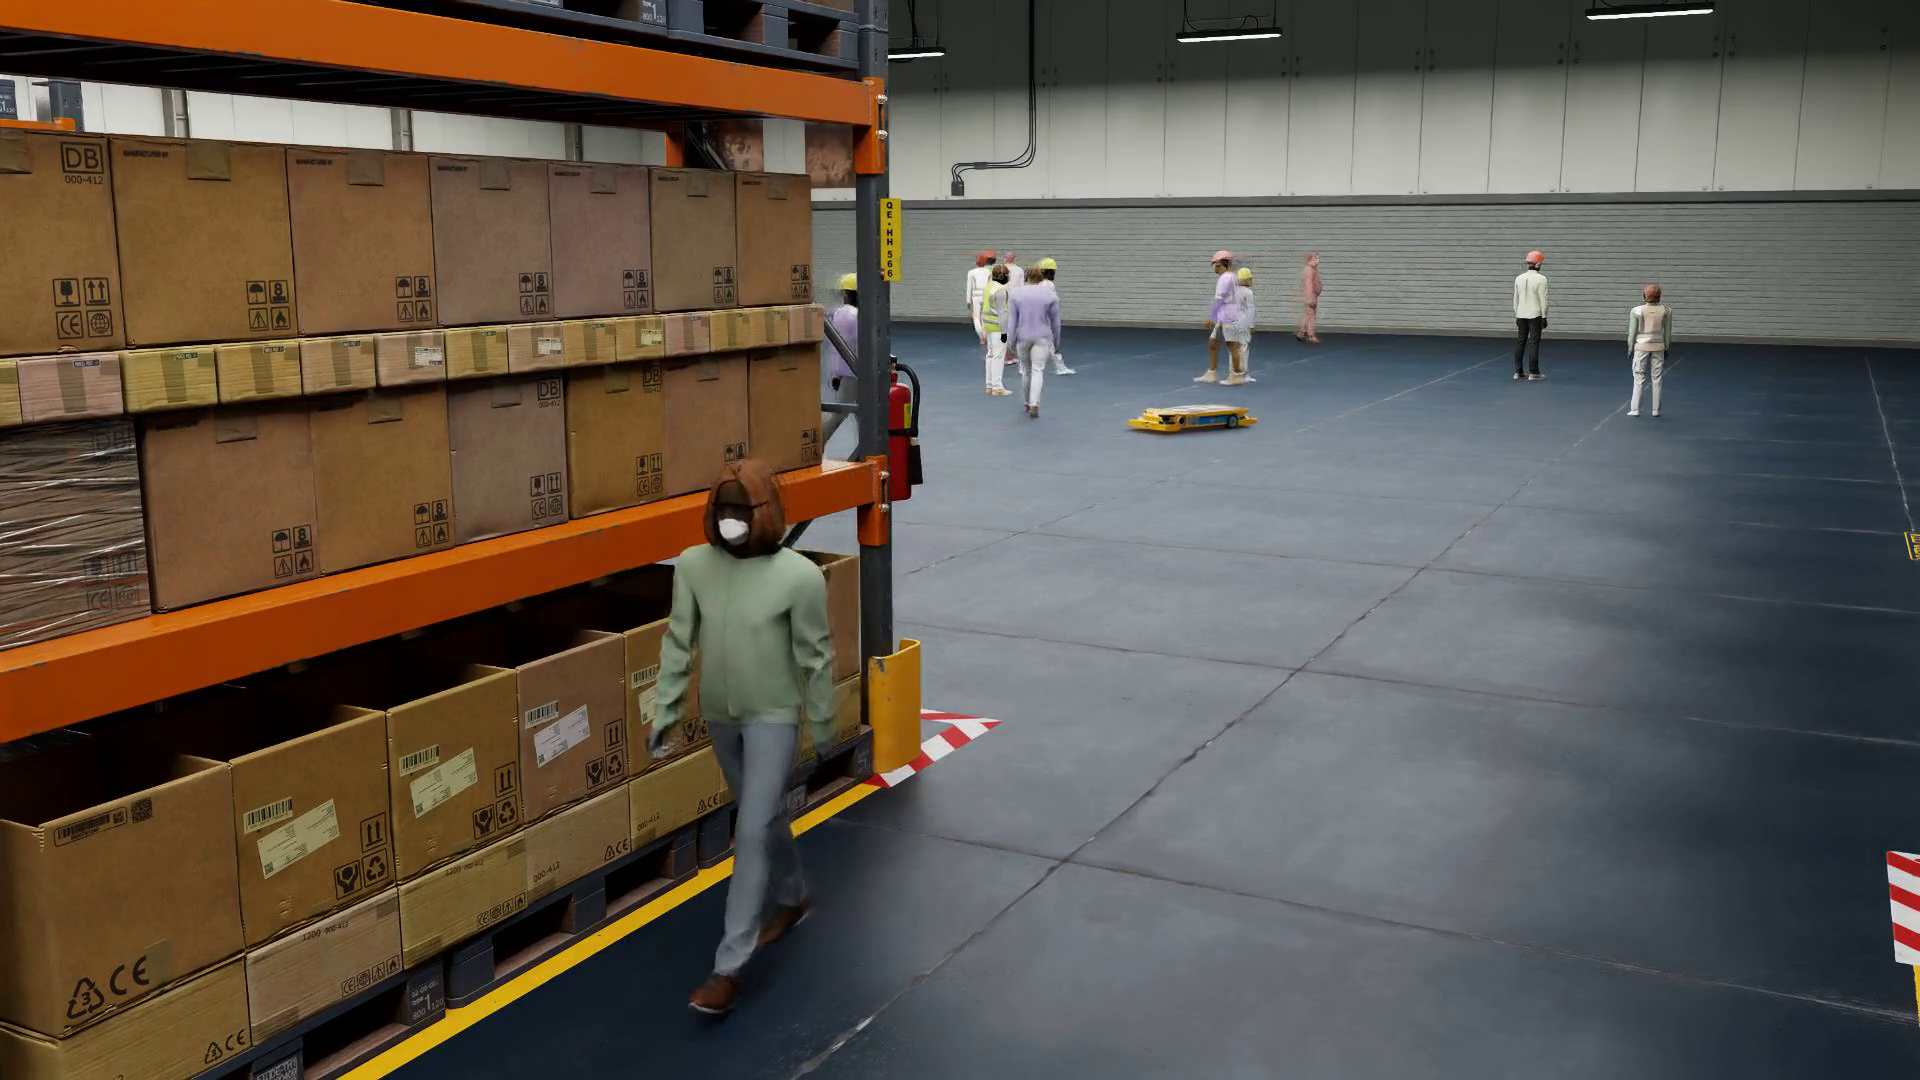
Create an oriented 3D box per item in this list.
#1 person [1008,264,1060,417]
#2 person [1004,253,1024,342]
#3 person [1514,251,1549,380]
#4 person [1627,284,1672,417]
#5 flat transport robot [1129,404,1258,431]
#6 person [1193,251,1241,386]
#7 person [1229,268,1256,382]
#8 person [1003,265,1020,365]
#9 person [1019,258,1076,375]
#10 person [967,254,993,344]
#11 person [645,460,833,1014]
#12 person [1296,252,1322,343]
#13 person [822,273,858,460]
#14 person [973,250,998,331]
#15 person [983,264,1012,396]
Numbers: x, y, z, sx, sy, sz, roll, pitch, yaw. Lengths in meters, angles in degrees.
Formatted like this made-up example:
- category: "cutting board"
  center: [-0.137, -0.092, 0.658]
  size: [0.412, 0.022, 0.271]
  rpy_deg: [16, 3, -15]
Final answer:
- category: "person"
  center: [0.923, -2.492, 20.771]
  size: [0.651, 1.890, 1.035]
  rpy_deg: [1, 10, 5]
- category: "person"
  center: [1.001, -5.039, 34.732]
  size: [0.662, 1.857, 0.982]
  rpy_deg: [-1, 10, -3]
- category: "person"
  center: [8.901, -3.493, 25.909]
  size: [0.376, 1.997, 0.612]
  rpy_deg: [-7, 12, -32]
- category: "person"
  center: [8.521, -2.334, 20.568]
  size: [0.513, 1.641, 0.307]
  rpy_deg: [1, 10, 6]
- category: "flat transport robot"
  center: [2.730, -1.437, 19.407]
  size: [1.431, 0.197, 0.652]
  rpy_deg: [-7, 12, -34]
- category: "person"
  center: [3.825, -3.277, 24.714]
  size: [0.829, 1.996, 0.652]
  rpy_deg: [1, 10, 6]
- category: "person"
  center: [4.348, -3.302, 25.552]
  size: [0.282, 1.746, 0.493]
  rpy_deg: [-6, 12, -31]
- category: "person"
  center: [0.787, -3.798, 28.304]
  size: [0.850, 1.734, 0.539]
  rpy_deg: [-6, 12, -31]
- category: "person"
  center: [1.373, -3.539, 26.501]
  size: [0.980, 1.878, 0.603]
  rpy_deg: [-3, 11, -14]
- category: "person"
  center: [0.436, -4.915, 34.047]
  size: [0.586, 1.865, 0.685]
  rpy_deg: [-1, 10, -5]
- category: "person"
  center: [-0.651, 0.550, 4.986]
  size: [0.503, 1.587, 0.870]
  rpy_deg: [5, 12, 25]
- category: "person"
  center: [7.331, -5.047, 34.681]
  size: [0.443, 1.919, 0.659]
  rpy_deg: [2, 11, 11]
- category: "person"
  center: [-1.092, -1.684, 16.377]
  size: [0.984, 1.889, 0.598]
  rpy_deg: [-4, 11, -22]
- category: "person"
  center: [0.745, -5.823, 38.915]
  size: [0.976, 1.882, 0.569]
  rpy_deg: [0, 10, -2]
- category: "person"
  center: [0.547, -2.949, 23.398]
  size: [0.428, 1.835, 0.627]
  rpy_deg: [-3, 11, -17]
